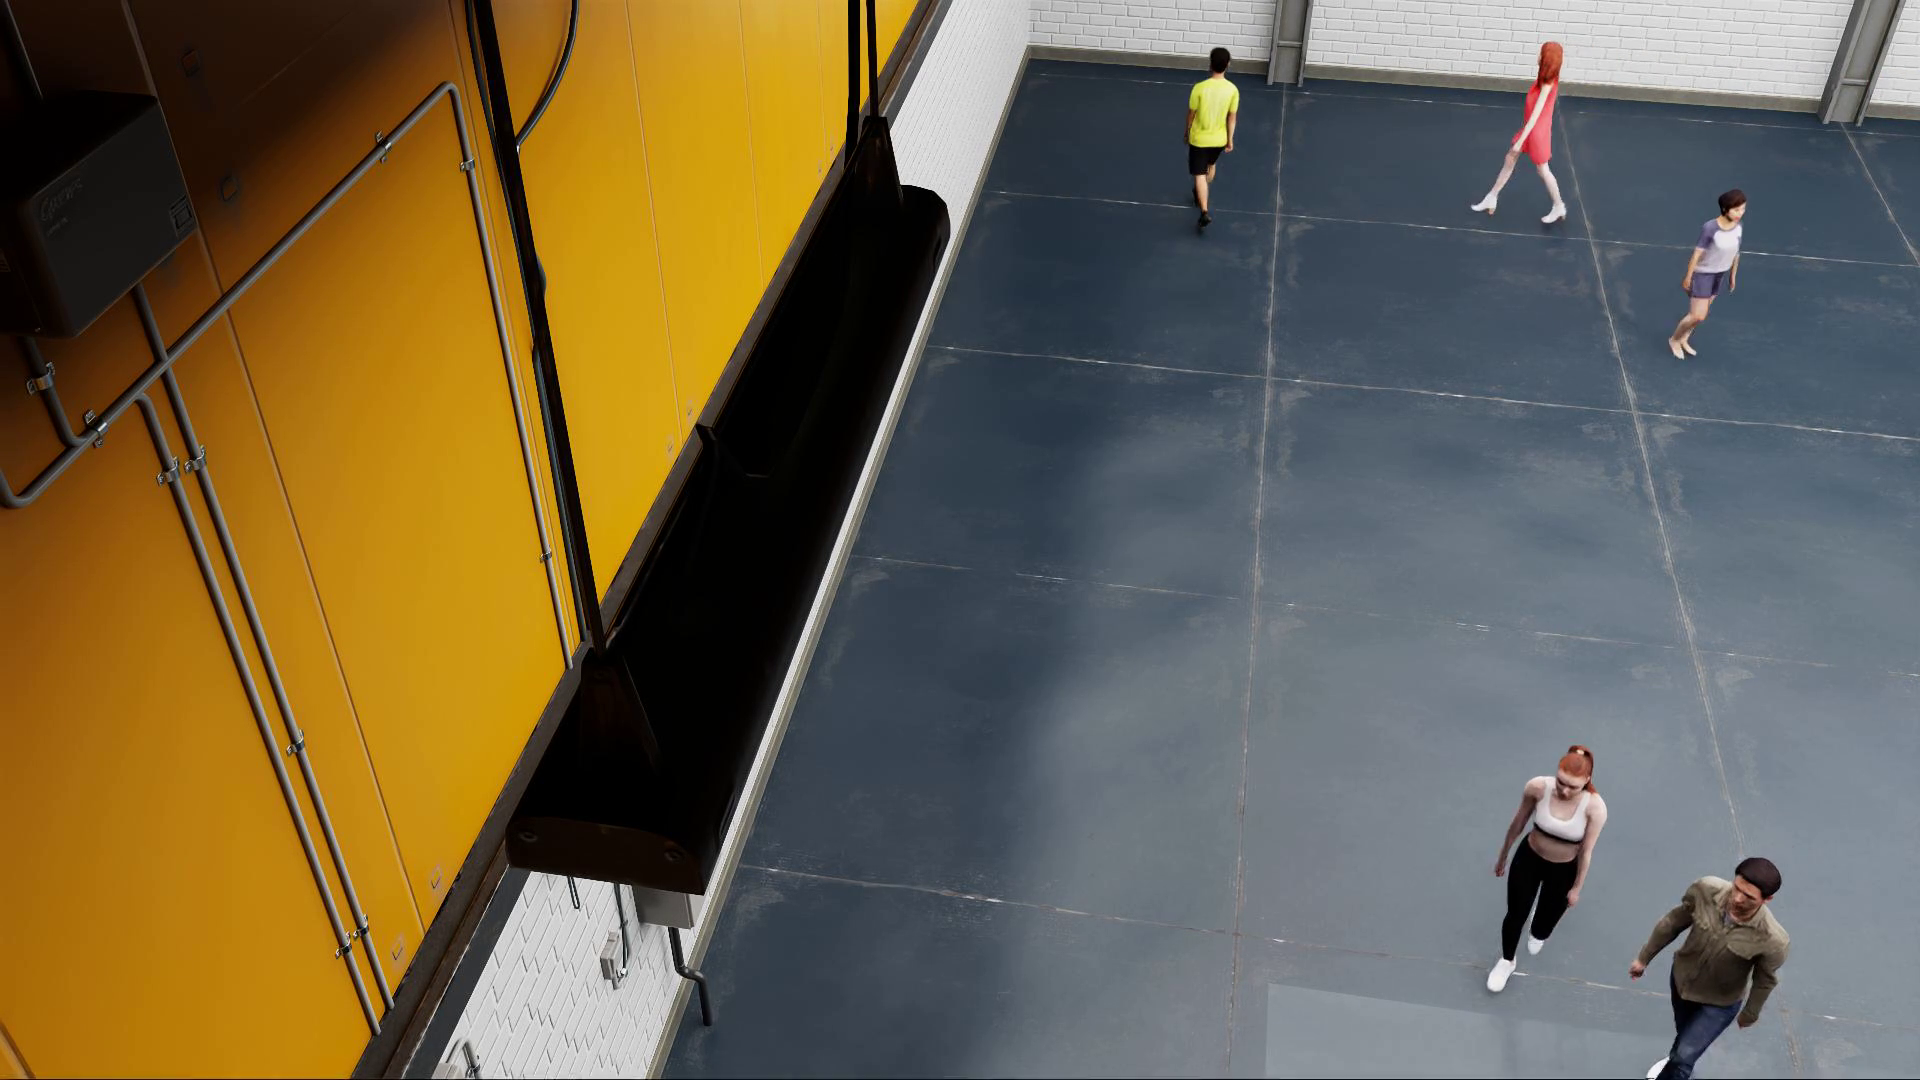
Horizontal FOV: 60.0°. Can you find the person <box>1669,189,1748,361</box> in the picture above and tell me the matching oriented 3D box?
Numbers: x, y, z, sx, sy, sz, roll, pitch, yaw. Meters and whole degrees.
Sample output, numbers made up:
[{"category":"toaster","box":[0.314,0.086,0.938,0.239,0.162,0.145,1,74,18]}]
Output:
[{"category":"person","box":[6.283,-2.294,14.062,0.663,1.555,0.738,-17,42,-21]}]

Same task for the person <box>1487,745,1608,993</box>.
[{"category":"person","box":[3.155,1.709,8.905,0.815,1.736,0.834,23,44,26]}]

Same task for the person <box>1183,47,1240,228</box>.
[{"category":"person","box":[2.386,-3.809,15.862,1.111,1.678,0.912,-6,39,-7]}]

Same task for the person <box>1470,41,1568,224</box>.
[{"category":"person","box":[5.548,-3.792,15.759,1.135,1.780,0.673,10,40,12]}]

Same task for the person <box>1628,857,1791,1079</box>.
[{"category":"person","box":[3.774,2.162,8.262,1.160,1.831,1.064,-18,42,-21]}]
